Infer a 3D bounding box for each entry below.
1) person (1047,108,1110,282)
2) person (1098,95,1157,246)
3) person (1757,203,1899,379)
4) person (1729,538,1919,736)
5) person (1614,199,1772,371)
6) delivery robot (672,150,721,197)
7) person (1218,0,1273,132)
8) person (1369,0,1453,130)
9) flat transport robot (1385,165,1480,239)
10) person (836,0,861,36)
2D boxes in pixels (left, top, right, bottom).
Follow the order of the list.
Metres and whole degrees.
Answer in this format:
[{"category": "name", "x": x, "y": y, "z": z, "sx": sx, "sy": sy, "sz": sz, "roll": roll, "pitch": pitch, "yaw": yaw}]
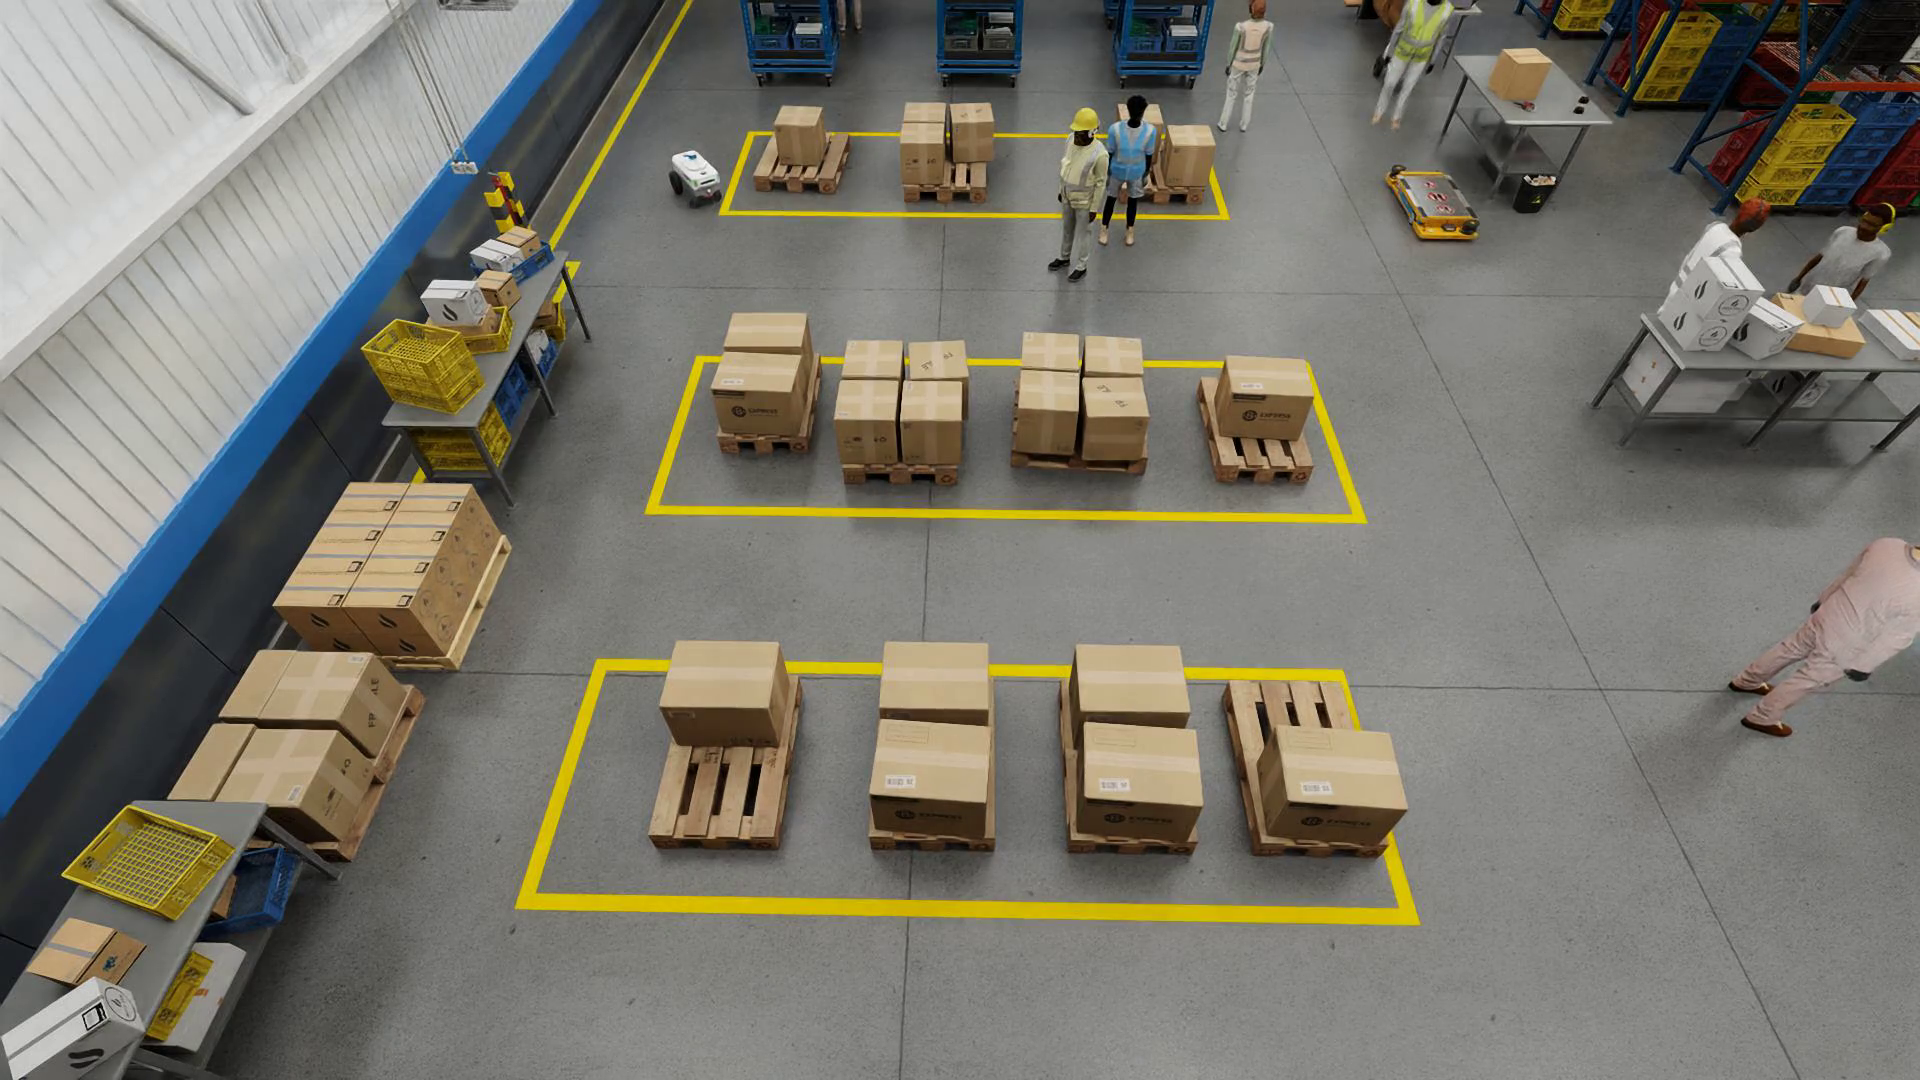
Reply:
[{"category": "person", "x": 1.234, "y": -3.600, "z": 9.606, "sx": 0.403, "sy": 1.833, "sz": 0.586, "roll": -31, "pitch": 56, "yaw": -24}, {"category": "person", "x": 1.834, "y": -4.038, "z": 10.080, "sx": 0.535, "sy": 1.691, "sz": 0.320, "roll": 5, "pitch": 49, "yaw": 4}, {"category": "person", "x": 7.817, "y": -2.208, "z": 8.380, "sx": 0.311, "sy": 1.864, "sz": 0.533, "roll": -16, "pitch": 51, "yaw": -13}, {"category": "person", "x": 5.781, "y": 0.589, "z": 5.941, "sx": 0.401, "sy": 1.900, "sz": 0.647, "roll": 10, "pitch": 50, "yaw": 9}, {"category": "person", "x": 6.677, "y": -2.234, "z": 8.391, "sx": 0.350, "sy": 1.880, "sz": 0.608, "roll": 7, "pitch": 49, "yaw": 6}, {"category": "delivery robot", "x": -3.208, "y": -4.471, "z": 11.139, "sx": 0.477, "sy": 0.478, "sz": 0.707, "roll": -28, "pitch": 55, "yaw": -22}, {"category": "person", "x": 3.725, "y": -6.182, "z": 11.973, "sx": 0.522, "sy": 1.632, "sz": 0.313, "roll": 1, "pitch": 49, "yaw": 1}, {"category": "person", "x": 5.904, "y": -6.334, "z": 11.970, "sx": 0.634, "sy": 1.844, "sz": 0.429, "roll": 13, "pitch": 50, "yaw": 11}, {"category": "flat transport robot", "x": 5.692, "y": -4.094, "z": 11.059, "sx": 0.652, "sy": 0.197, "sz": 1.431, "roll": 1, "pitch": 49, "yaw": 1}, {"category": "person", "x": -1.759, "y": -8.842, "z": 14.049, "sx": 0.625, "sy": 1.981, "sz": 0.412, "roll": -19, "pitch": 52, "yaw": -16}]
